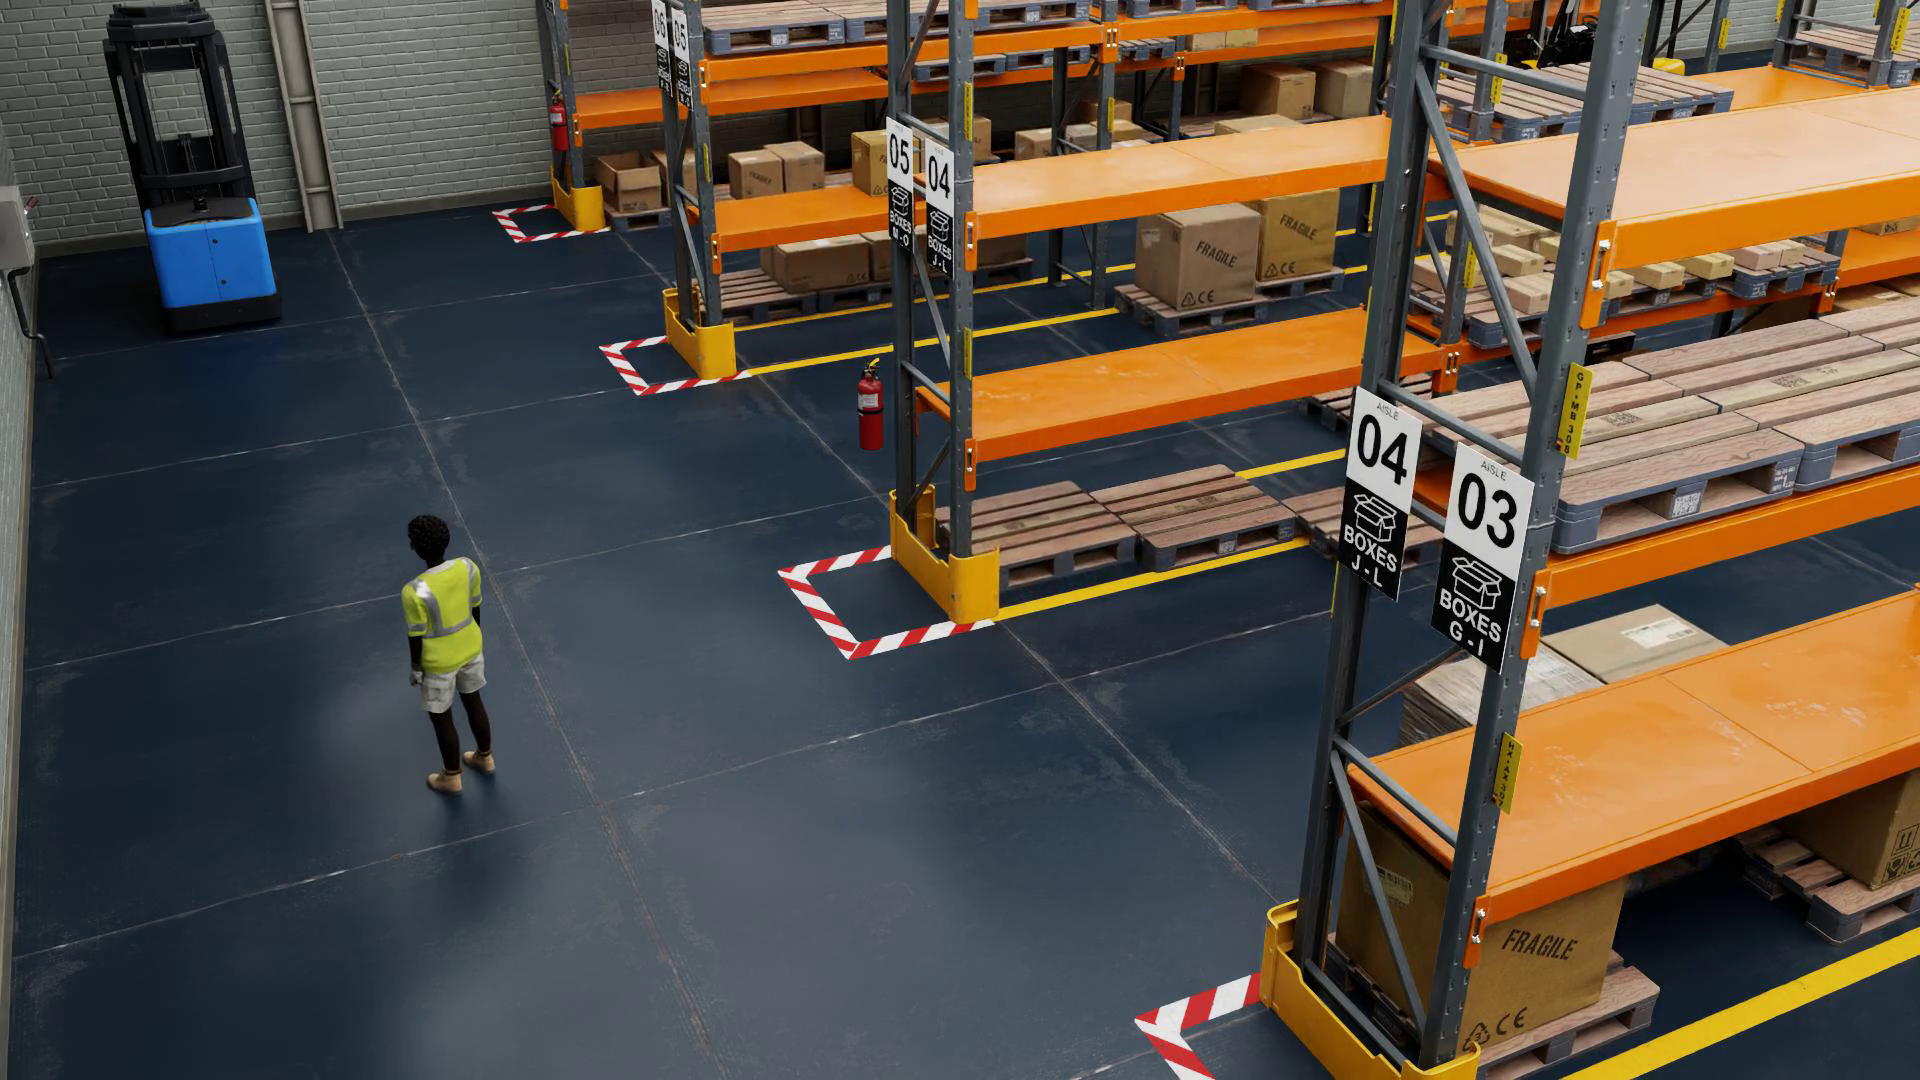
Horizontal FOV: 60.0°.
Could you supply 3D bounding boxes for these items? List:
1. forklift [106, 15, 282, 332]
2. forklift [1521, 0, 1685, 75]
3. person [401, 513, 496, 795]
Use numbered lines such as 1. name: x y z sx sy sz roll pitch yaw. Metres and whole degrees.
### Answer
1. forklift: -7.548 -3.672 16.323 1.129 2.768 1.873 -12 30 -22
2. forklift: 8.950 -6.807 23.056 1.214 2.155 2.313 -12 30 -22
3. person: -2.867 0.637 9.342 0.326 1.682 0.540 14 31 26
